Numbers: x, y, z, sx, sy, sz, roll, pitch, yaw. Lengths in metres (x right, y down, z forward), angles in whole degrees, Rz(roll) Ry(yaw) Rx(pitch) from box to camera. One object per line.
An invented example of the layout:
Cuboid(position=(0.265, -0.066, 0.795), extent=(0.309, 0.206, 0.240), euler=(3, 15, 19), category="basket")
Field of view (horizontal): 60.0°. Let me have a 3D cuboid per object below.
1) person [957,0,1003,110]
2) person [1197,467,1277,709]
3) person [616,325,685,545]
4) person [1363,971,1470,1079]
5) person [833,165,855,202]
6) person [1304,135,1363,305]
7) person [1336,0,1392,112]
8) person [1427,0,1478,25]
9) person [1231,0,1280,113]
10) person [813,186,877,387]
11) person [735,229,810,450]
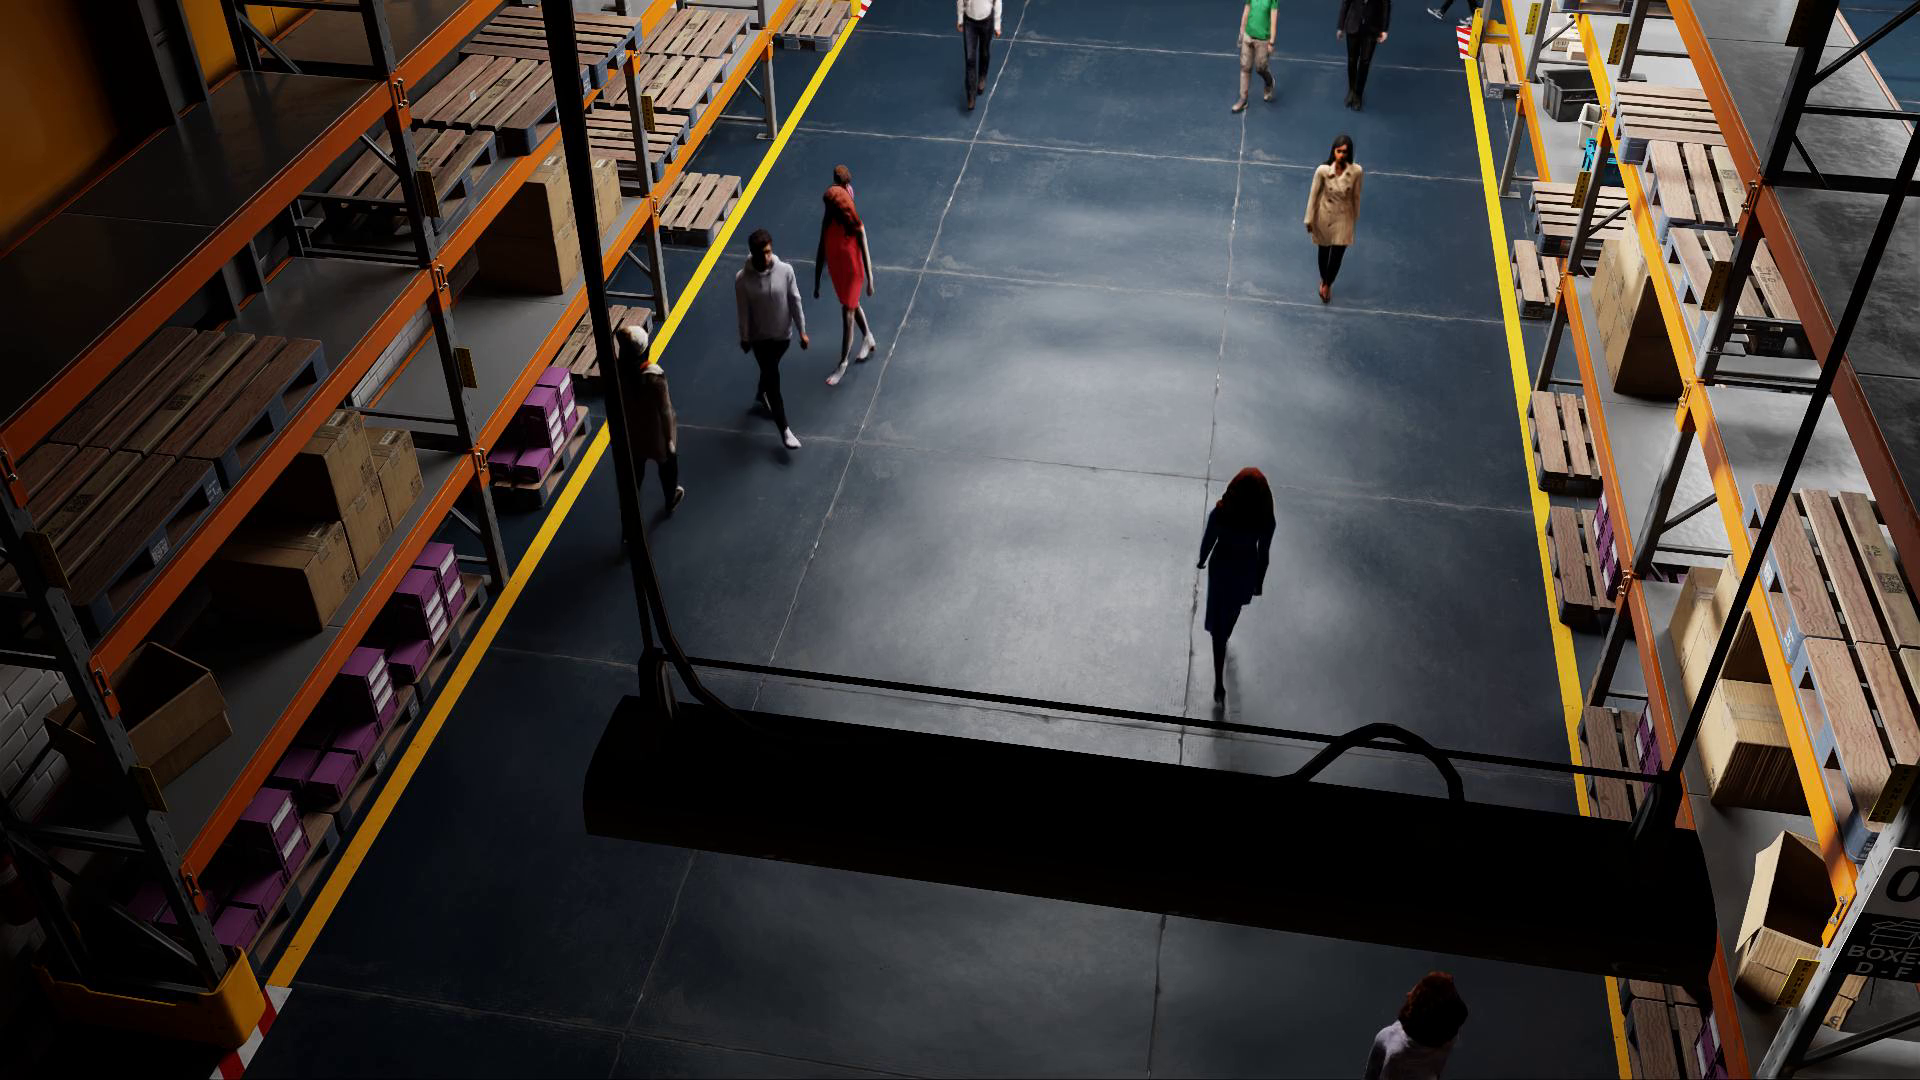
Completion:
Cuboid(position=(0.228, -6.004, 19.261), extent=(0.757, 1.820, 1.207), euler=(3, 39, 4), category="person")
Cuboid(position=(1.841, 0.343, 11.344), extent=(0.707, 1.783, 1.136), euler=(3, 39, 4), category="person")
Cuboid(position=(-2.466, -0.793, 12.709), extent=(0.708, 1.854, 1.120), euler=(7, 39, 9), category="person")
Cuboid(position=(2.287, 2.835, 8.301), extent=(1.003, 1.686, 1.050), euler=(-25, 45, -28), category="person")
Cuboid(position=(-1.150, -3.209, 16.401), extent=(0.548, 1.021, 0.470), euler=(25, 45, 28), category="person")
Cuboid(position=(3.513, -3.061, 15.699), extent=(0.653, 1.666, 0.663), euler=(7, 39, 9), category="person")
Cuboid(position=(4.656, -5.929, 19.130), extent=(0.796, 1.867, 0.791), euler=(15, 41, 17), category="person")
Cuboid(position=(6.512, -7.149, 21.177), extent=(0.673, 1.219, 0.849), euler=(12, 40, 14), category="person")
Cuboid(position=(3.455, -5.783, 19.131), extent=(0.874, 1.638, 1.003), euler=(28, 47, 31), category="person")
Cuboid(position=(-0.944, -2.327, 14.686), extent=(0.874, 1.784, 1.124), euler=(21, 43, 25), category="person")
Cuboid(position=(-1.622, -1.774, 13.920), extent=(1.178, 1.876, 1.294), euler=(-19, 43, -23), category="person")
